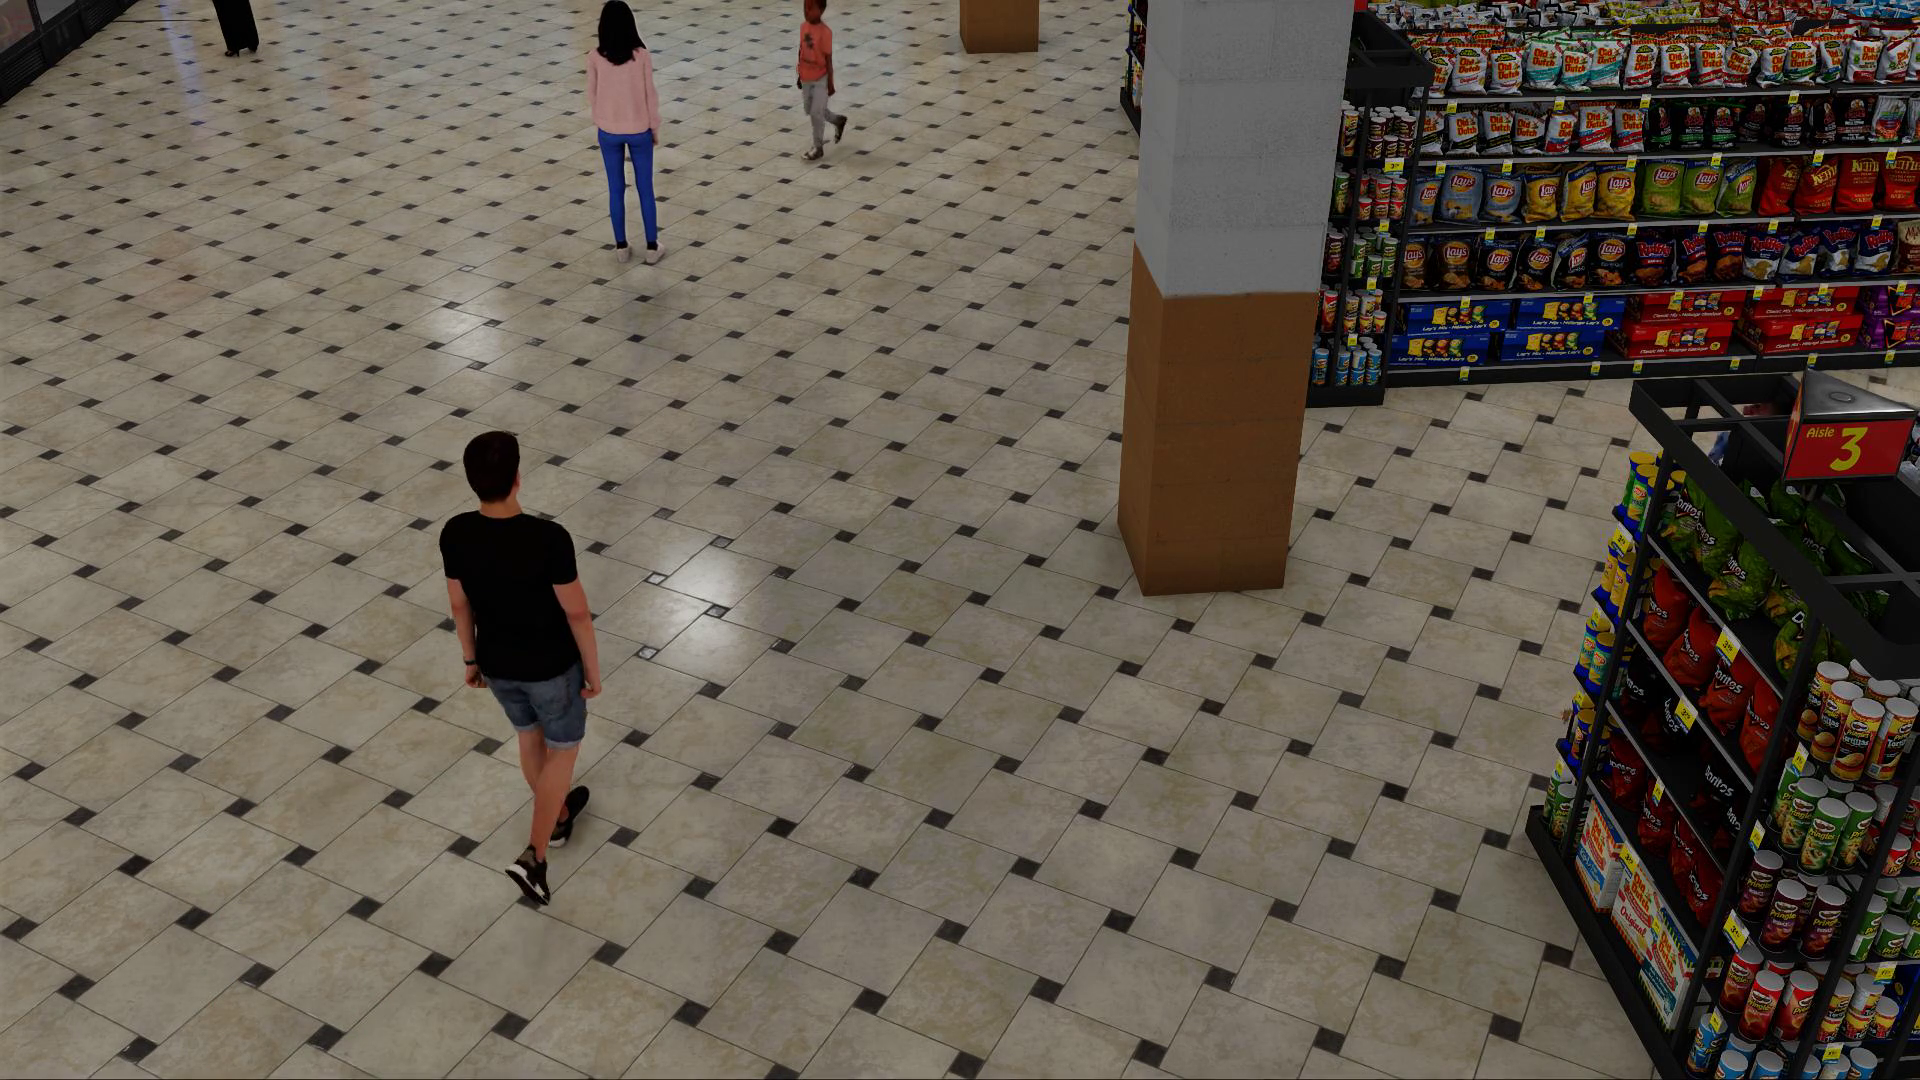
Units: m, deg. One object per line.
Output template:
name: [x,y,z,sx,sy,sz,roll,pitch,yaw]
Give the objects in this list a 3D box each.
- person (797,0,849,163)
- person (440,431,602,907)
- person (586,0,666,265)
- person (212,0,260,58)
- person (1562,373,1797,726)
person: [-1.091,-3.683,13.169,0.848,1.295,0.749,-27,41,-37]
person: [-1.576,0.490,5.955,1.042,1.832,0.886,4,32,7]
person: [-2.253,-2.730,11.191,0.485,1.766,0.693,-1,32,-2]
person: [-6.908,-5.349,15.556,0.722,1.601,0.652,26,40,35]
person: [3.176,0.106,6.729,1.176,1.665,0.614,-2,32,-3]
